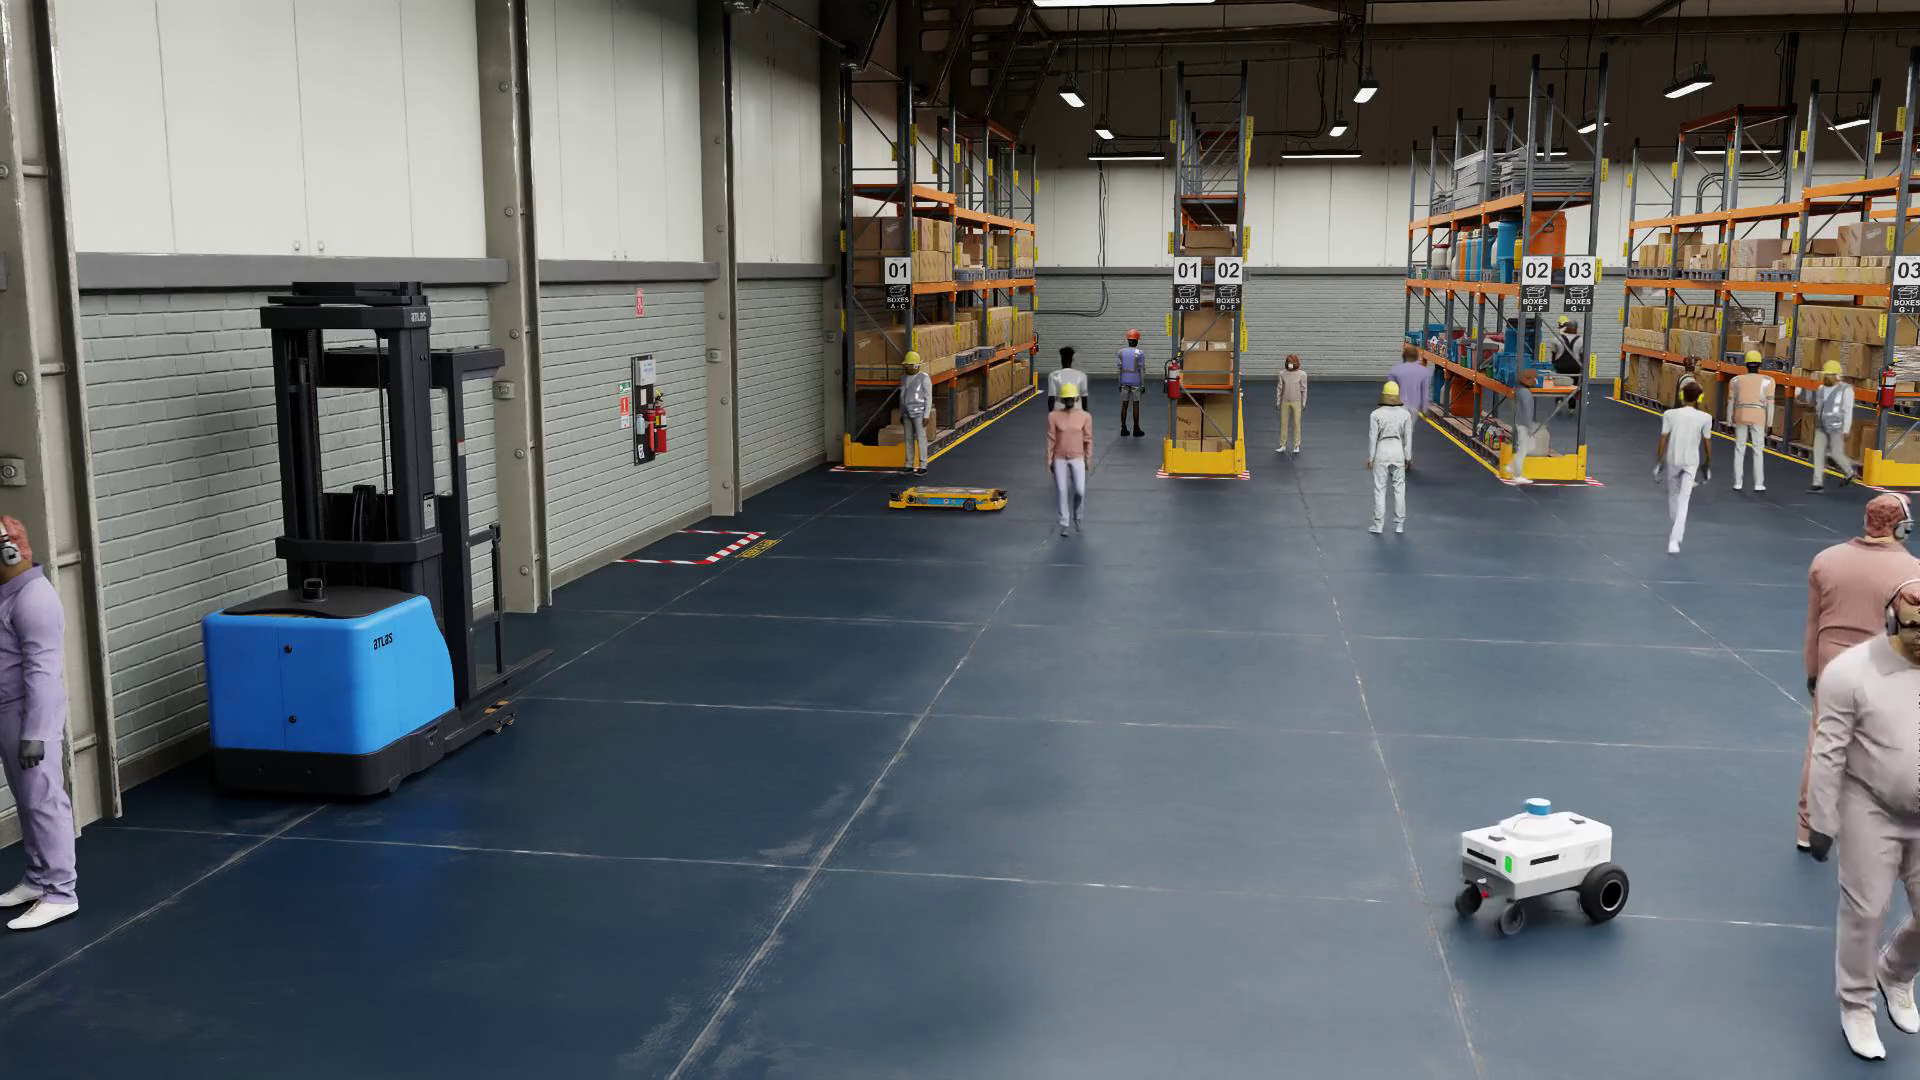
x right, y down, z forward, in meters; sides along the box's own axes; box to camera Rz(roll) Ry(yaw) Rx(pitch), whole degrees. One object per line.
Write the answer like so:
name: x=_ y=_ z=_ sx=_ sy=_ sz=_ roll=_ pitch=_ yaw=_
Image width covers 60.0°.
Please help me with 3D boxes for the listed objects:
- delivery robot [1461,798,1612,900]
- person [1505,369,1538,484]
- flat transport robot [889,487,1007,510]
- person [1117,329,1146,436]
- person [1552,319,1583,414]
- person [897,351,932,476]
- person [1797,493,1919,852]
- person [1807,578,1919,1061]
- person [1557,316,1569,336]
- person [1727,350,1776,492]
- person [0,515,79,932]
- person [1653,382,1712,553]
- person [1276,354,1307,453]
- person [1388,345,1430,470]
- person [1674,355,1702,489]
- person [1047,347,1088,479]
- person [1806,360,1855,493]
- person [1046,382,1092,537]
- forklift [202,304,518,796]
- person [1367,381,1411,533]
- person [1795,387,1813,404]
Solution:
delivery robot: x=2.700 y=1.456 z=7.796 sx=0.707 sy=0.478 sz=0.477 roll=-5 pitch=10 yaw=-27
person: x=8.031 y=-1.610 z=23.588 sx=0.347 sy=1.625 sz=0.500 roll=3 pitch=10 yaw=16
flat transport robot: x=-0.145 y=-0.540 z=21.271 sx=1.431 sy=0.197 sz=0.652 roll=1 pitch=9 yaw=9
person: x=3.148 y=-2.873 z=30.399 sx=0.552 sy=1.936 sz=0.358 roll=6 pitch=11 yaw=32
person: x=12.811 y=-3.656 z=35.044 sx=0.685 sy=2.000 sz=0.885 roll=3 pitch=10 yaw=20
person: x=-0.678 y=-1.859 z=24.479 sx=0.592 sy=1.828 sz=0.404 roll=9 pitch=13 yaw=44
person: x=4.648 y=0.701 z=8.507 sx=0.401 sy=1.896 sz=0.646 roll=-6 pitch=11 yaw=-34
person: x=3.592 y=1.057 z=6.346 sx=0.689 sy=1.880 sz=0.435 roll=2 pitch=9 yaw=11
person: x=15.782 y=-4.960 z=43.597 sx=0.404 sy=1.829 sz=0.600 roll=6 pitch=11 yaw=34
person: x=10.831 y=-1.631 z=22.798 sx=0.592 sy=1.922 sz=0.396 roll=7 pitch=11 yaw=35
person: x=-4.344 y=0.829 z=7.683 sx=0.409 sy=1.903 sz=0.639 roll=-8 pitch=12 yaw=-39
person: x=7.830 y=-0.797 z=17.980 sx=0.536 sy=1.810 sz=0.987 roll=6 pitch=11 yaw=33
person: x=5.498 y=-2.268 z=27.606 sx=0.507 sy=1.632 sz=0.267 roll=4 pitch=10 yaw=25
person: x=6.819 y=-2.016 z=25.330 sx=0.647 sy=1.891 sz=1.059 roll=0 pitch=9 yaw=1
person: x=10.132 y=-1.658 z=23.190 sx=0.350 sy=1.846 sz=0.506 roll=1 pitch=9 yaw=7
person: x=1.564 y=-1.851 z=24.196 sx=0.633 sy=1.910 sz=1.021 roll=-2 pitch=9 yaw=-10
person: x=11.877 y=-1.534 z=22.558 sx=0.653 sy=1.810 sz=0.610 roll=-4 pitch=10 yaw=-23
person: x=1.238 y=-0.917 z=18.913 sx=0.530 sy=1.752 sz=0.356 roll=1 pitch=9 yaw=3
forklift: x=-3.673 y=-0.038 z=10.147 sx=1.129 sy=2.768 sz=1.873 roll=1 pitch=9 yaw=9
person: x=4.934 y=-0.953 z=19.159 sx=0.492 sy=1.742 sz=0.320 roll=0 pitch=9 yaw=-2
person: x=18.845 y=-3.874 z=37.025 sx=0.626 sy=1.809 sz=0.870 roll=7 pitch=11 yaw=35
